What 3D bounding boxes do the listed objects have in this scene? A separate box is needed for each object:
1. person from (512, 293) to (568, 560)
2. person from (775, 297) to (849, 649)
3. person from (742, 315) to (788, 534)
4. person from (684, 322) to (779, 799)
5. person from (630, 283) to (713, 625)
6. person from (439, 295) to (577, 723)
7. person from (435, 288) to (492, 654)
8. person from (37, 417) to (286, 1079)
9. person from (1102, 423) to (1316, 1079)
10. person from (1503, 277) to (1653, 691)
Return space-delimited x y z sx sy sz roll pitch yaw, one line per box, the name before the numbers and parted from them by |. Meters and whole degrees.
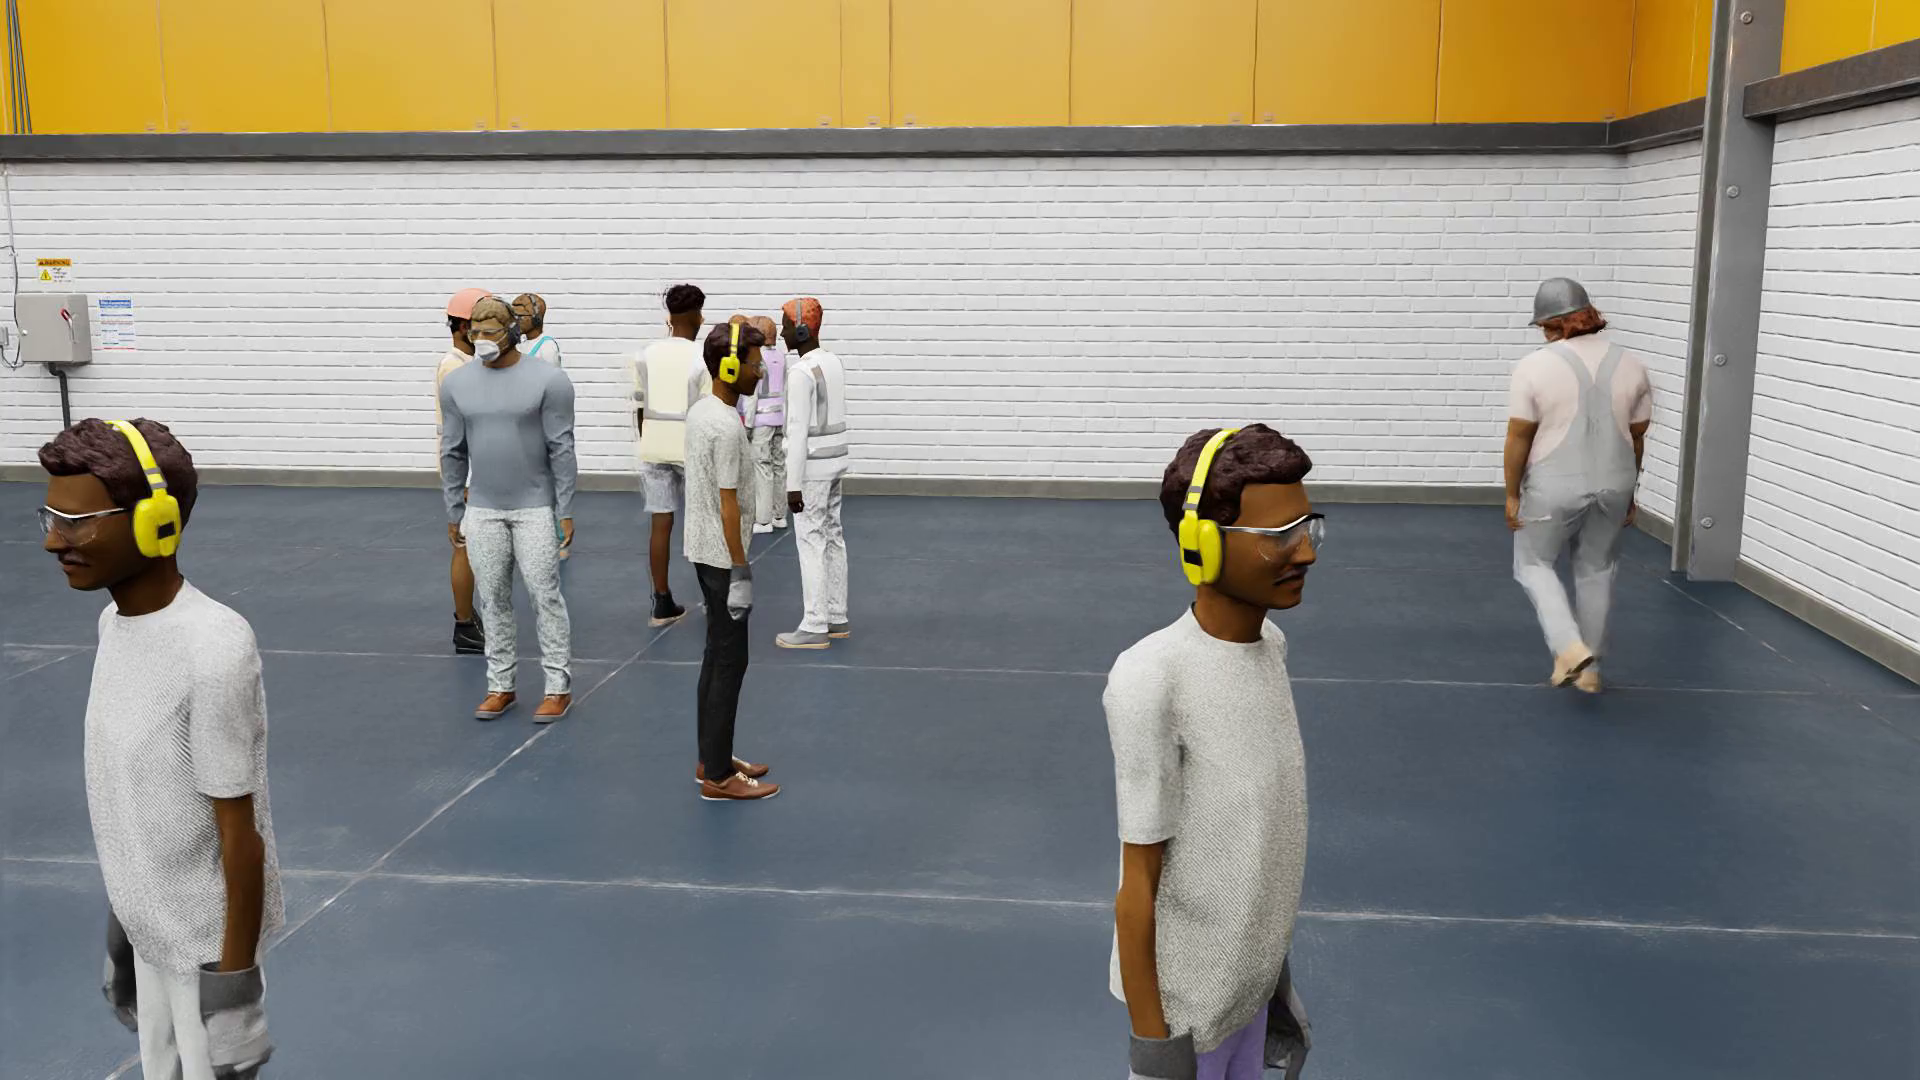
person | -2.879 -0.764 11.382 0.337 1.838 0.509 -6 12 -32
person | -0.785 -0.354 8.904 0.359 1.880 0.577 3 10 18
person | -1.463 -0.861 12.489 0.308 1.641 0.517 4 11 24
person | -0.890 0.090 6.443 0.343 1.857 0.527 -4 11 -20
person | -1.581 -0.503 9.615 0.609 1.933 0.786 3 10 15
person | -2.034 -0.134 7.516 0.635 1.928 0.381 1 10 7
person | -2.576 -0.364 8.819 0.373 1.928 0.543 -3 10 -16
person | -1.334 0.714 2.854 0.512 1.862 0.322 10 14 44
person | 0.410 0.747 2.618 0.327 1.874 0.520 6 12 33
person | 2.916 -0.264 7.923 0.719 2.000 0.632 -2 10 -9
